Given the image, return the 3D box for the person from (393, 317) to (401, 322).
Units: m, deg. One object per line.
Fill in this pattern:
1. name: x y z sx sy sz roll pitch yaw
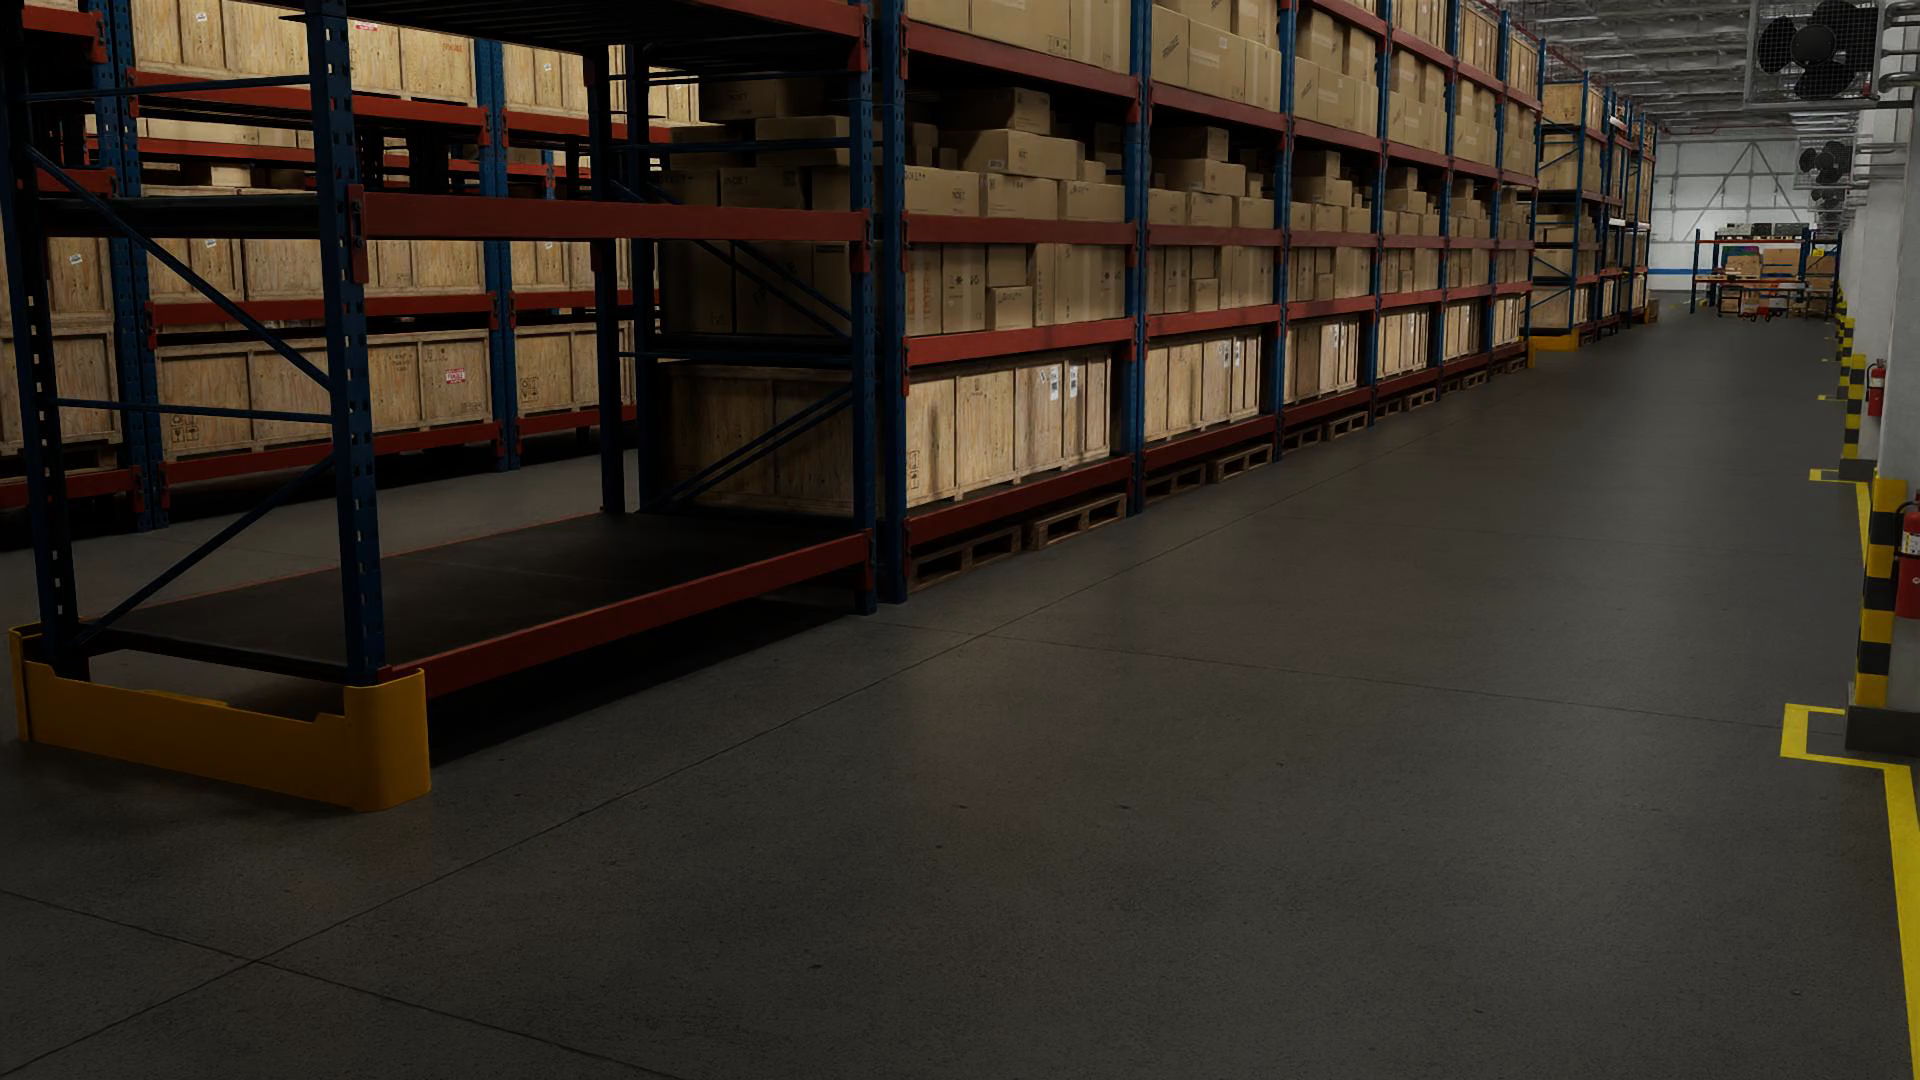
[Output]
1. person: -10.469 -3.931 30.692 0.312 1.639 0.512 -4 11 -24
